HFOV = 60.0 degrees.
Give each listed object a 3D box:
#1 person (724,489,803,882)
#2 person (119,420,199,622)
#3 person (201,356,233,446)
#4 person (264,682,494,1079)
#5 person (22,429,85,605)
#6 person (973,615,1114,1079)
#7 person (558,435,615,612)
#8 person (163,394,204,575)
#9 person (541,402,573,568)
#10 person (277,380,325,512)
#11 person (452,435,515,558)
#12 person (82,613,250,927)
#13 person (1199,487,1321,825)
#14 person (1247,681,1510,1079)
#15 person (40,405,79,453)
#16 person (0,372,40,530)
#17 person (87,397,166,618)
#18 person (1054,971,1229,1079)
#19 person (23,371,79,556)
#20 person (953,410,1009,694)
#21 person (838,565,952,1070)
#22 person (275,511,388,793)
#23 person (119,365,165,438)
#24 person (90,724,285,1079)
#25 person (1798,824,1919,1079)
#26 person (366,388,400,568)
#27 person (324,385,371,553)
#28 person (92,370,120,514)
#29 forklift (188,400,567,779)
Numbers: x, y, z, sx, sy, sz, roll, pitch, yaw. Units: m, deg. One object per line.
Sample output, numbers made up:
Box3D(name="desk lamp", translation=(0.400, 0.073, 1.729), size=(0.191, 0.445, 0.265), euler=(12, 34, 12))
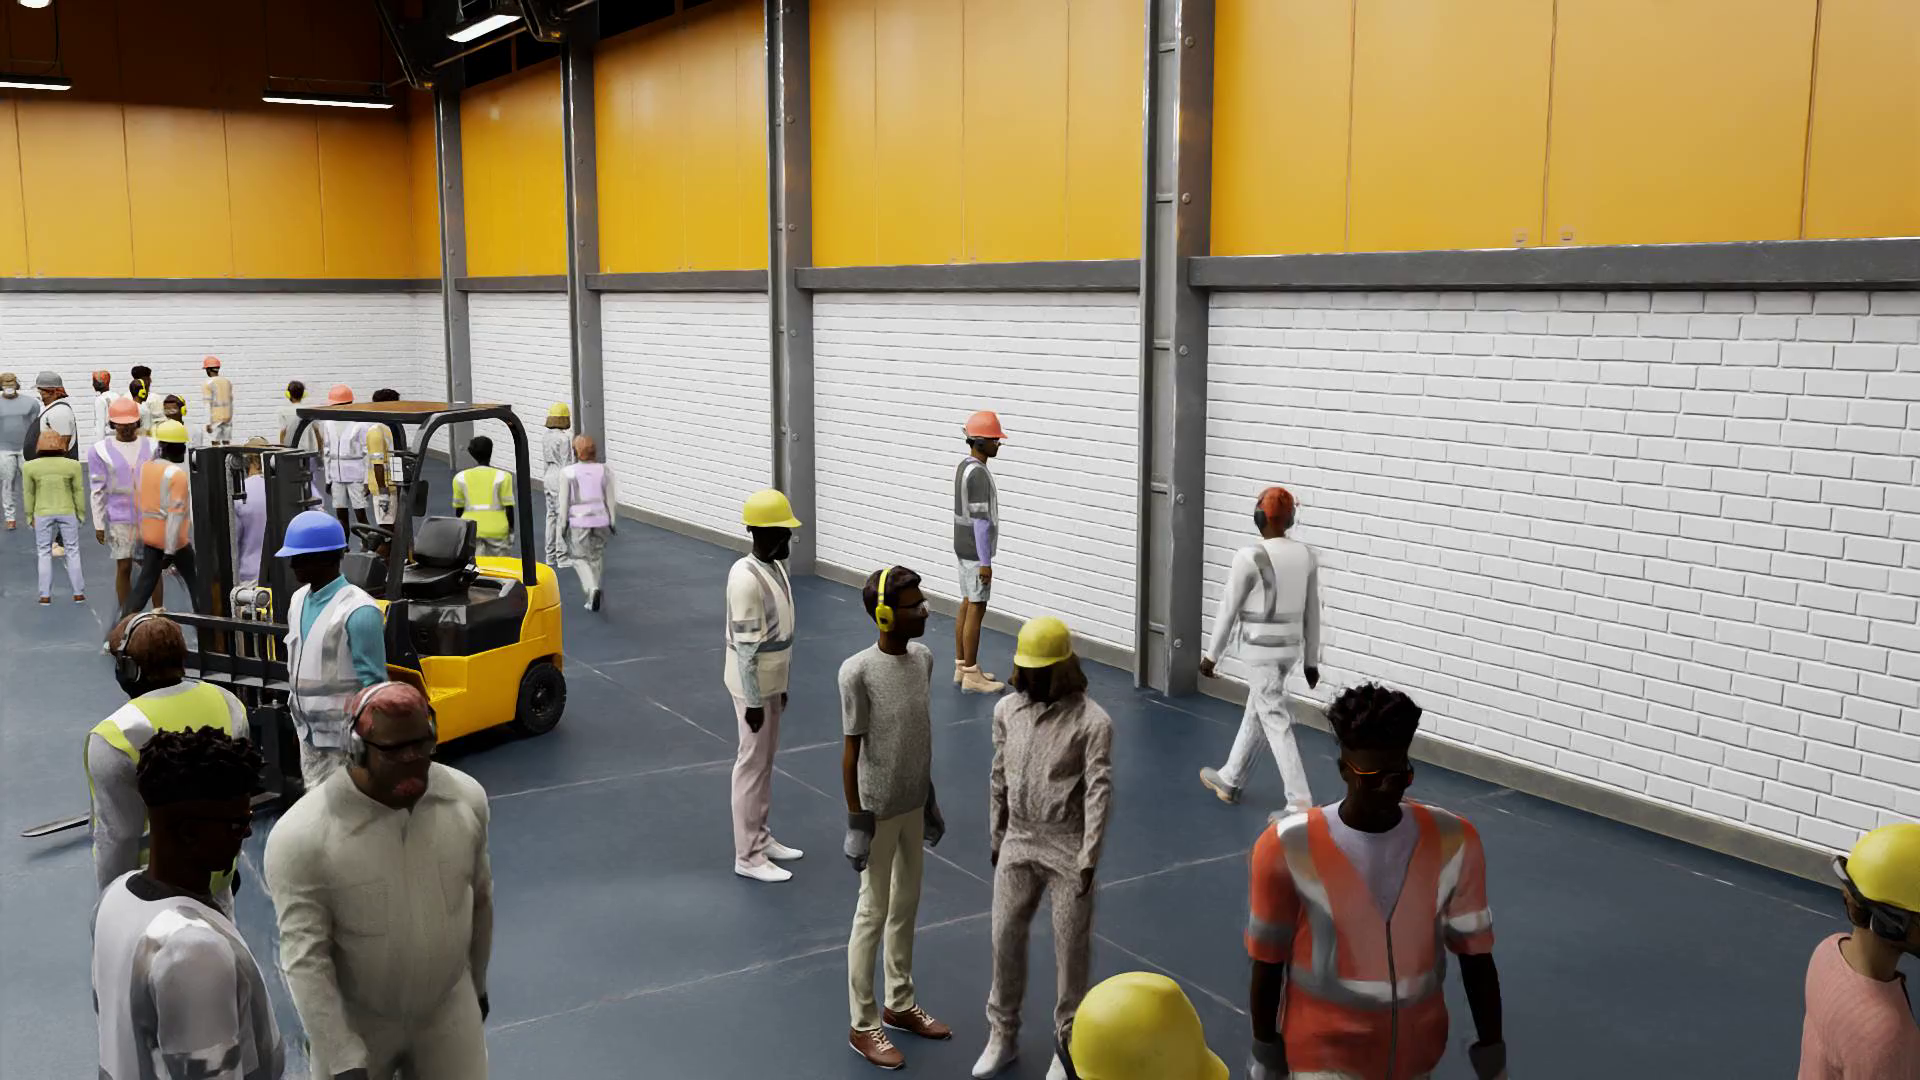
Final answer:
Box3D(name="person", translation=(-0.962, 0.704, 8.238), size=(0.384, 1.928, 0.589), euler=(1, 9, 7))
Box3D(name="person", translation=(-6.379, -0.022, 13.330), size=(0.588, 1.878, 1.008), euler=(5, 10, 29))
Box3D(name="person", translation=(-11.376, -1.848, 25.470), size=(0.417, 1.926, 0.544), euler=(3, 9, 22))
Box3D(name="person", translation=(-1.477, 1.295, 4.485), size=(0.650, 1.849, 0.985), euler=(-8, 11, -42))
Box3D(name="person", translation=(-8.395, -0.212, 15.437), size=(0.499, 1.624, 0.303), euler=(-4, 10, -28))
Box3D(name="person", translation=(0.310, 1.127, 6.046), size=(0.503, 1.736, 0.354), euler=(4, 9, 27))
Box3D(name="person", translation=(-3.300, -0.125, 14.881), size=(0.531, 1.620, 0.570), euler=(-5, 10, -31))
Box3D(name="person", translation=(-7.937, -0.558, 16.982), size=(0.511, 1.862, 0.325), euler=(1, 8, 5))
Box3D(name="person", translation=(-4.218, -0.581, 17.559), size=(0.326, 1.737, 0.488), euler=(-8, 11, -42))
Box3D(name="person", translation=(-7.952, -1.008, 20.082), size=(0.515, 1.843, 0.644), euler=(-7, 11, -40))
Box3D(name="person", translation=(-4.051, -0.055, 14.202), size=(0.543, 1.663, 0.728), euler=(-1, 8, -5))
Box3D(name="person", translation=(-2.635, 1.149, 5.529), size=(0.429, 1.842, 0.633), euler=(3, 9, 16))
Box3D(name="person", translation=(1.652, 0.623, 9.095), size=(0.584, 1.838, 0.960), euler=(-7, 11, -38))
Box3D(name="person", translation=(1.066, 1.304, 4.238), size=(0.631, 1.912, 1.002), euler=(-1, 9, -9))
Box3D(name="person", translation=(-11.973, -1.234, 22.074), size=(0.532, 1.696, 0.319), euler=(-1, 8, -4))
Box3D(name="person", translation=(-11.515, -1.077, 20.260), size=(0.636, 1.928, 0.387), euler=(-6, 10, -33))
Box3D(name="person", translation=(-6.920, -0.187, 13.923), size=(0.612, 2.029, 0.407), euler=(-6, 11, -37))
Box3D(name="person", translation=(0.280, 1.584, 2.850), size=(0.327, 1.769, 0.525), euler=(3, 9, 17))
Box3D(name="person", translation=(-9.994, -0.845, 18.300), size=(0.538, 2.000, 0.681), euler=(-5, 10, -30))
Box3D(name="person", translation=(0.154, 0.084, 12.030), size=(0.393, 2.041, 0.614), euler=(-2, 9, -10))
Box3D(name="person", translation=(-0.240, 1.021, 6.277), size=(0.320, 1.876, 0.533), euler=(6, 10, 35))
Box3D(name="person", translation=(-2.753, 0.832, 7.305), size=(0.615, 1.945, 0.404), euler=(7, 11, 38))
Box3D(name="person", translation=(-10.504, -1.269, 21.408), size=(0.609, 1.963, 0.367), euler=(1, 8, 6))
Box3D(name="person", translation=(-1.663, 1.368, 3.660), size=(0.380, 1.958, 0.603), euler=(-8, 11, -43))
Box3D(name="person", translation=(1.992, 1.469, 3.675), size=(0.341, 1.755, 0.532), euler=(2, 9, 16))
Box3D(name="person", translation=(-5.564, -0.500, 16.221), size=(0.367, 1.967, 0.606), euler=(-1, 8, -5))
Box3D(name="person", translation=(-6.395, -0.651, 17.347), size=(0.550, 1.933, 0.373), euler=(2, 9, 16))
Box3D(name="person", translation=(-11.149, -1.283, 21.802), size=(0.350, 1.879, 0.579), euler=(0, 8, -1))
Box3D(name="forklift", translation=(-3.529, 0.258, 10.348), size=(1.214, 2.155, 2.313), euler=(4, 9, 25))
